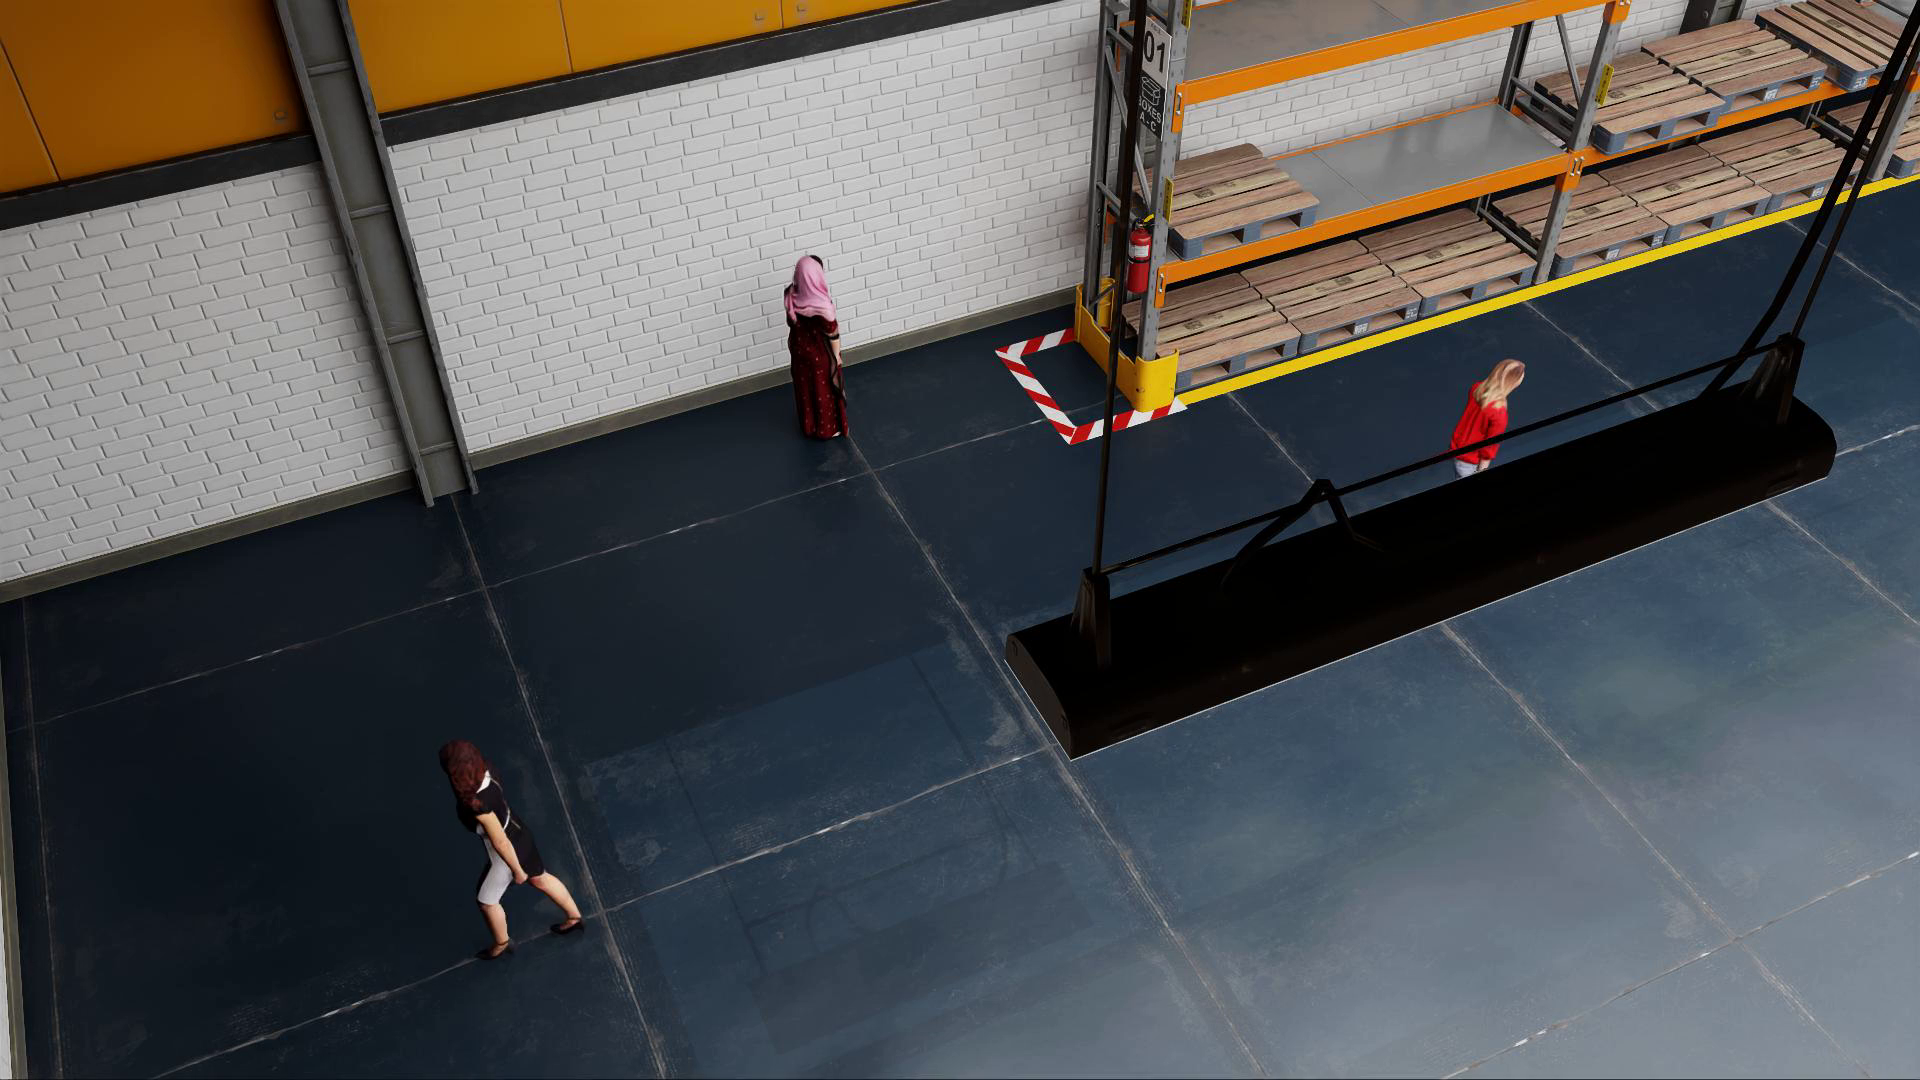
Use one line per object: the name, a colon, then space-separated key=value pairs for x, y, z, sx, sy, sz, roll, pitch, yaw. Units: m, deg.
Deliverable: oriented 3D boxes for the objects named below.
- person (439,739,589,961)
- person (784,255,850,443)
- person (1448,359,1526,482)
person: x=-2.421 y=1.725 z=9.159 sx=0.950 sy=1.753 sz=0.757 roll=-5 pitch=44 yaw=-5
person: x=-1.100 y=-1.454 z=12.578 sx=0.752 sy=1.639 sz=0.753 roll=29 pitch=51 yaw=27
person: x=3.464 y=-0.557 z=11.609 sx=0.865 sy=1.677 sz=0.712 roll=-10 pitch=44 yaw=-10
